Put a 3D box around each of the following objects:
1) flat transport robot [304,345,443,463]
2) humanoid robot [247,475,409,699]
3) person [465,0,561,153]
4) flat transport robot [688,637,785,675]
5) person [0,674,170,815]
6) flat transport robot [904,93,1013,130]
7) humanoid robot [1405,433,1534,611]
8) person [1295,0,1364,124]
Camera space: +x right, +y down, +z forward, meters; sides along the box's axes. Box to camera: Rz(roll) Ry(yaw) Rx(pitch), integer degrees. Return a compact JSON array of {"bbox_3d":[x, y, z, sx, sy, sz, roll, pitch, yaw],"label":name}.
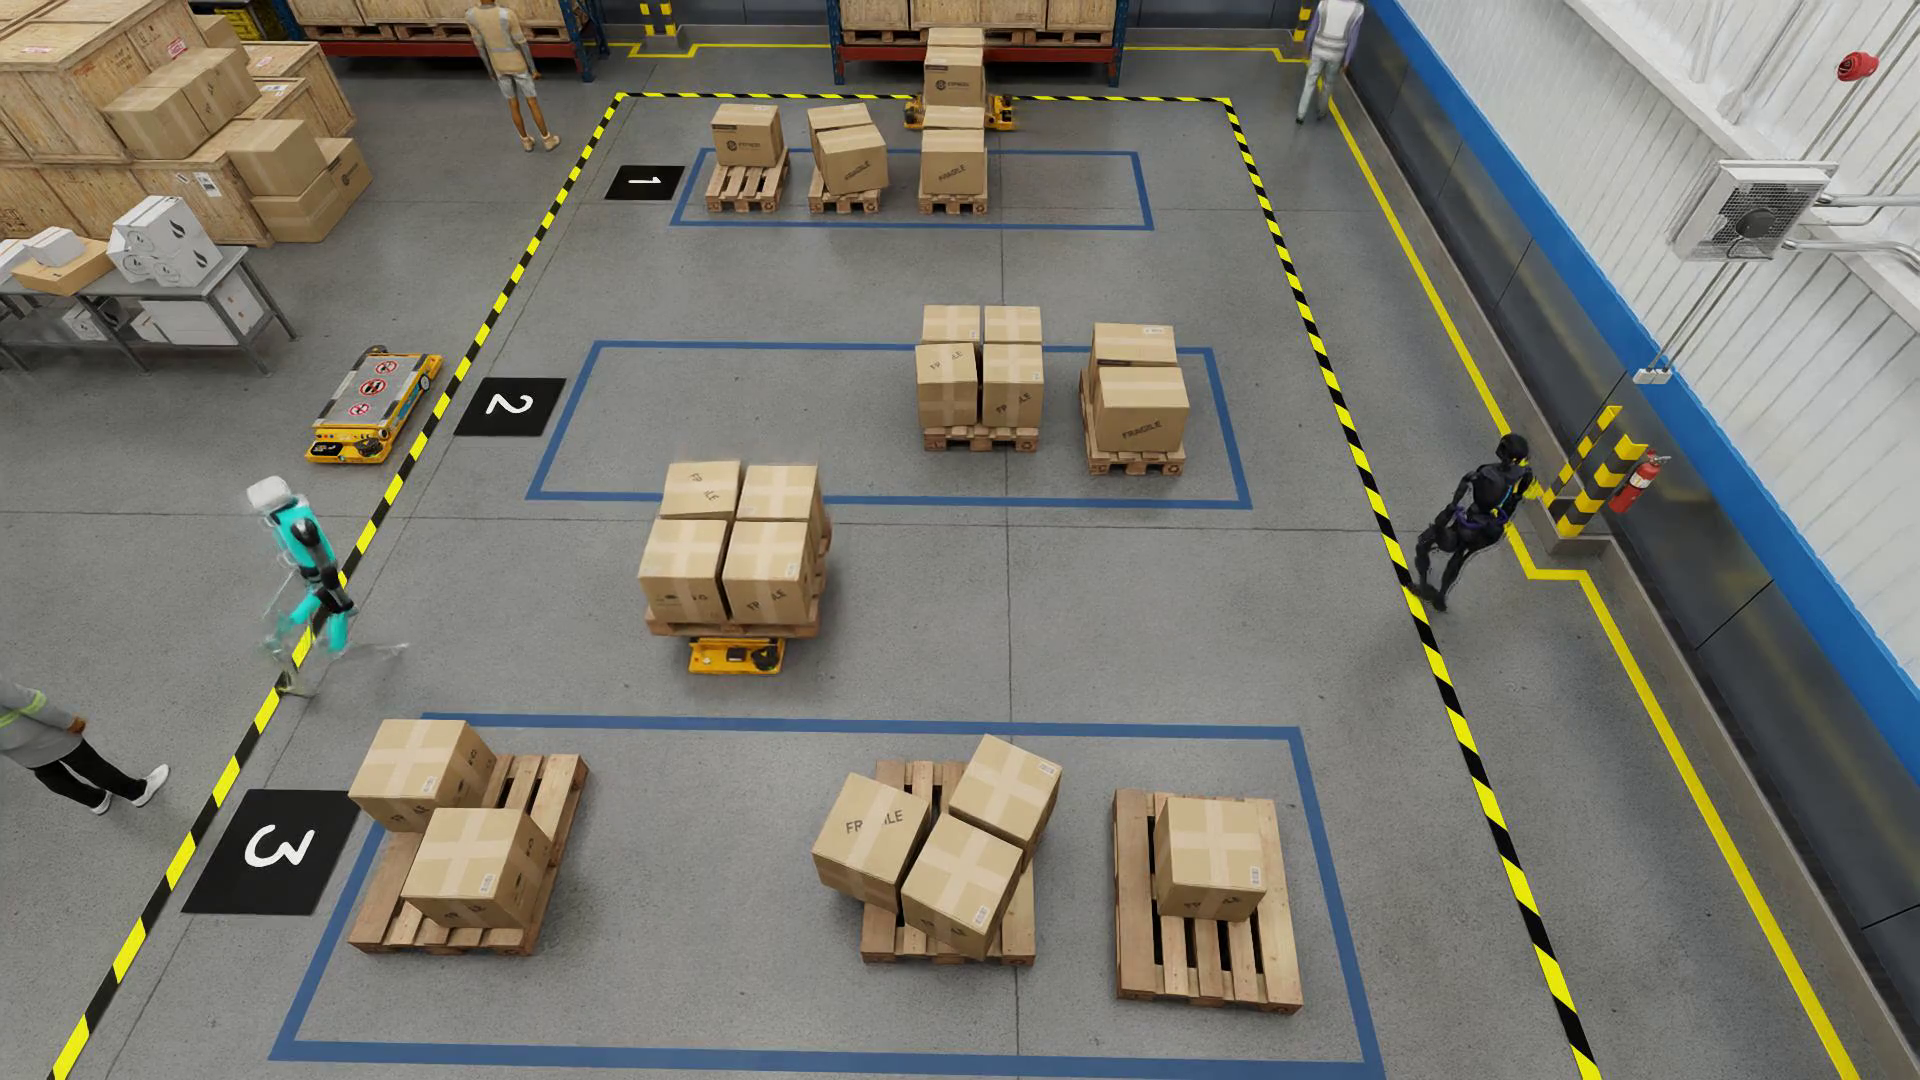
[{"bbox_3d":[-5.383,-1.269,8.441,0.659,0.231,1.431,1,50,1],"label":"flat transport robot"},{"bbox_3d":[-4.448,0.468,6.041,0.551,1.768,1.017,35,58,26],"label":"humanoid robot"},{"bbox_3d":[-5.416,-5.720,11.053,0.605,2.033,0.388,-1,50,-1],"label":"person"},{"bbox_3d":[-1.621,0.375,7.031,0.652,0.197,1.431,1,50,1],"label":"flat transport robot"},{"bbox_3d":[-5.551,1.084,5.414,0.588,1.850,0.396,-6,50,-5],"label":"person"},{"bbox_3d":[-0.018,-5.704,12.176,1.431,0.197,0.652,1,50,1],"label":"flat transport robot"},{"bbox_3d":[3.631,-0.099,6.528,0.610,1.639,0.397,-7,50,-6],"label":"humanoid robot"},{"bbox_3d":[4.685,-6.220,11.608,0.599,1.829,0.404,19,52,15],"label":"person"}]
